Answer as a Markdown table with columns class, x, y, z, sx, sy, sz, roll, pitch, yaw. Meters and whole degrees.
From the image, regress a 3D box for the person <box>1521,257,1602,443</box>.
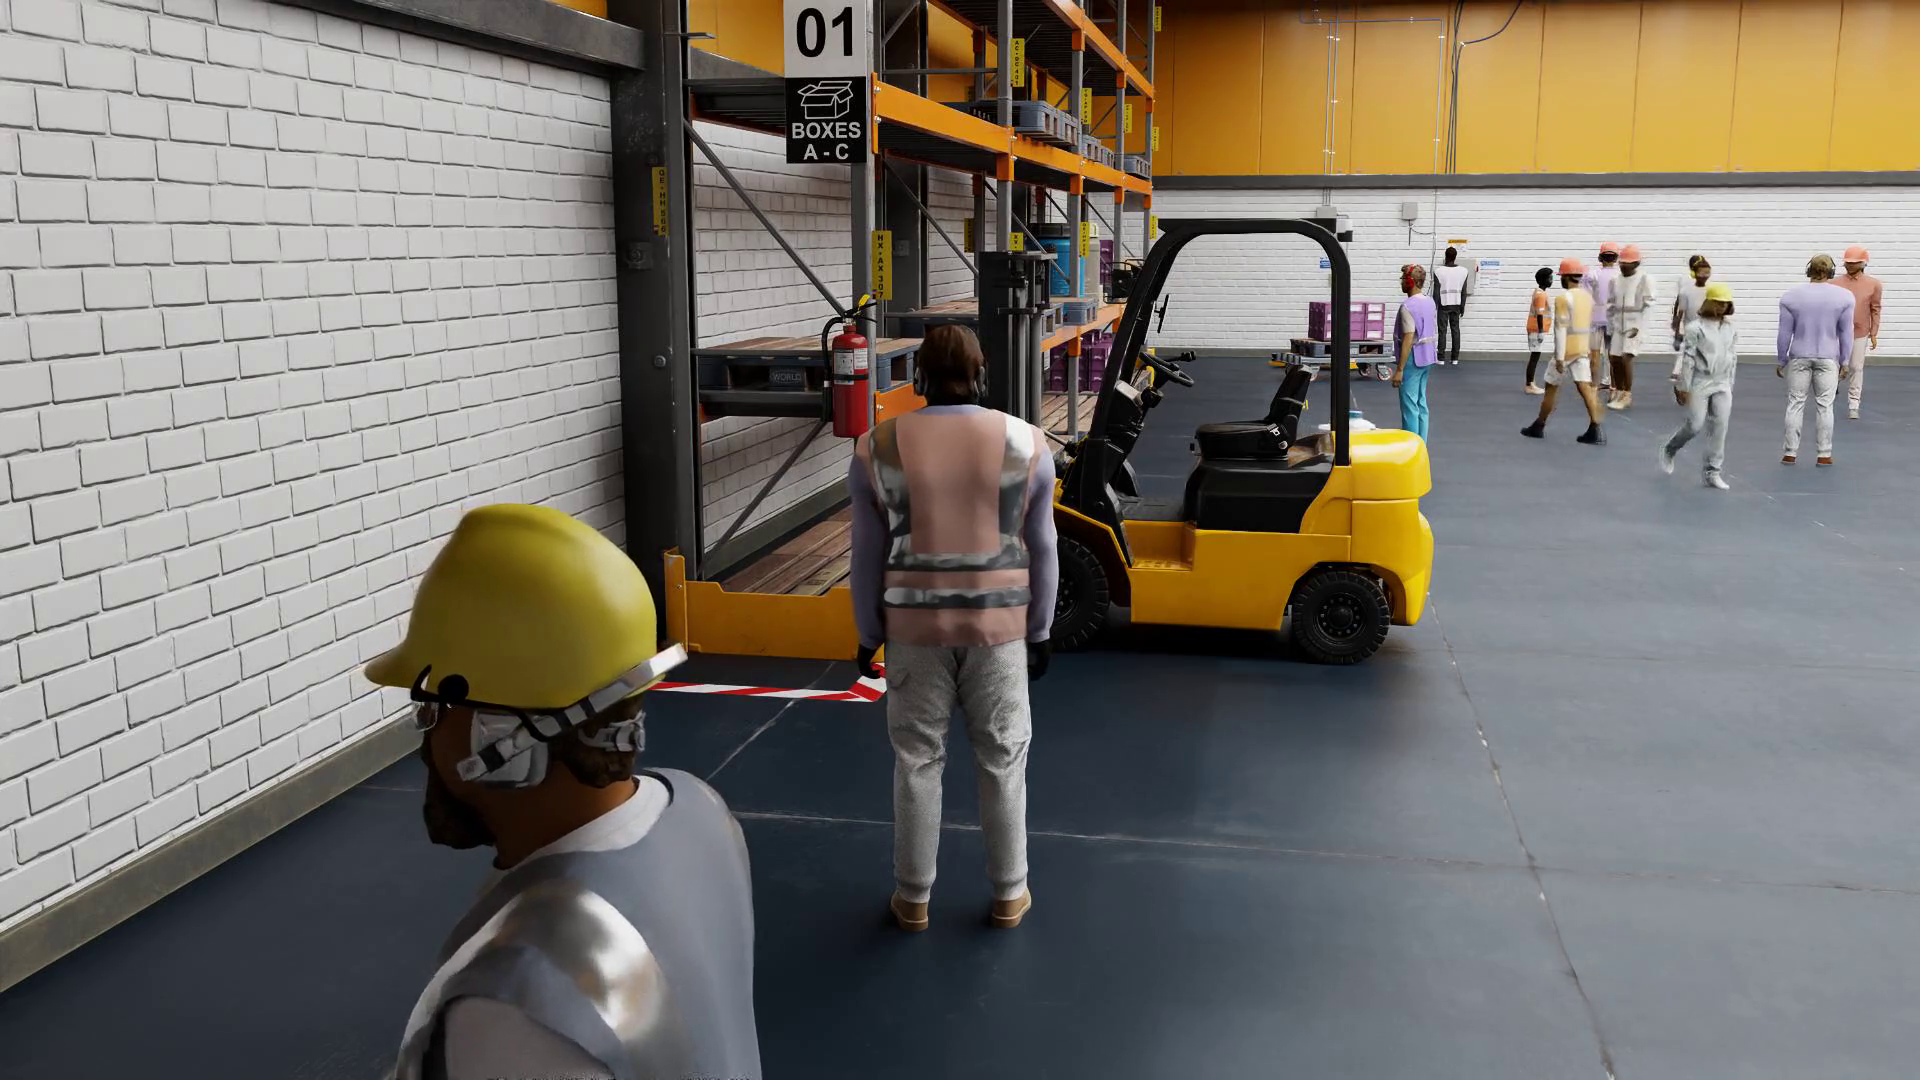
| class | x | y | z | sx | sy | sz | roll | pitch | yaw |
| --- | --- | --- | --- | --- | --- | --- | --- | --- | --- |
| person | 6.260 | -1.942 | 17.046 | 0.558 | 1.886 | 1.019 | -5 | 12 | -26 |

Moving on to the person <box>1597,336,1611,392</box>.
| class | x | y | z | sx | sy | sz | roll | pitch | yaw |
| --- | --- | --- | --- | --- | --- | --- | --- | --- | --- |
| person | 8.847 | -2.823 | 22.537 | 0.271 | 1.632 | 0.508 | -3 | 11 | -16 |

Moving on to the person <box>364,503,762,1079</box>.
| class | x | y | z | sx | sy | sz | roll | pitch | yaw |
| --- | --- | --- | --- | --- | --- | --- | --- | --- | --- |
| person | -0.404 | 0.869 | 1.750 | 0.404 | 1.835 | 0.588 | 1 | 10 | 5 |

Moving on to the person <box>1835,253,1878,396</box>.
| class | x | y | z | sx | sy | sz | roll | pitch | yaw |
| --- | --- | --- | --- | --- | --- | --- | --- | --- | --- |
| person | 11.773 | -2.860 | 21.935 | 0.542 | 1.928 | 0.374 | 7 | 12 | 34 |

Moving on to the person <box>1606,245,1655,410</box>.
| class | x | y | z | sx | sy | sz | roll | pitch | yaw |
| --- | --- | --- | --- | --- | --- | --- | --- | --- | --- |
| person | 8.087 | -2.554 | 20.108 | 0.625 | 1.993 | 0.644 | -7 | 13 | -34 |

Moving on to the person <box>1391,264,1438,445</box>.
| class | x | y | z | sx | sy | sz | roll | pitch | yaw |
| --- | --- | --- | --- | --- | --- | --- | --- | --- | --- |
| person | 4.097 | -1.560 | 15.030 | 0.389 | 1.847 | 0.563 | 8 | 13 | 36 |

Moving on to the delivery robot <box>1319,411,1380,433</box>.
| class | x | y | z | sx | sy | sz | roll | pitch | yaw |
| --- | --- | --- | --- | --- | --- | --- | --- | --- | --- |
| delivery robot | 3.483 | -0.890 | 14.642 | 0.477 | 0.478 | 0.707 | -5 | 11 | -25 |

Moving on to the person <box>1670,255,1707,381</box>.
| class | x | y | z | sx | sy | sz | roll | pitch | yaw |
| --- | --- | --- | --- | --- | --- | --- | --- | --- | --- |
| person | 10.739 | -3.238 | 24.305 | 0.892 | 1.824 | 0.557 | -4 | 11 | -20 |

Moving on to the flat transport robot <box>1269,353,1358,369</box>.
| class | x | y | z | sx | sy | sz | roll | pitch | yaw |
| --- | --- | --- | --- | --- | --- | --- | --- | --- | --- |
| flat transport robot | 5.719 | -2.870 | 26.535 | 1.431 | 0.197 | 0.652 | 9 | 14 | 42 |

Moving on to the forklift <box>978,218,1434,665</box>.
| class | x | y | z | sx | sy | sz | roll | pitch | yaw |
| --- | --- | --- | --- | --- | --- | --- | --- | --- | --- |
| forklift | 1.285 | -0.567 | 8.635 | 2.313 | 2.155 | 1.214 | 2 | 11 | 11 |

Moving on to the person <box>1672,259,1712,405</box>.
| class | x | y | z | sx | sy | sz | roll | pitch | yaw |
| --- | --- | --- | --- | --- | --- | --- | --- | --- | --- |
| person | 8.944 | -2.503 | 20.267 | 0.523 | 1.829 | 0.895 | -1 | 10 | -6 |

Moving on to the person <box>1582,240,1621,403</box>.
| class | x | y | z | sx | sy | sz | roll | pitch | yaw |
| --- | --- | --- | --- | --- | --- | --- | --- | --- | --- |
| person | 8.156 | -2.757 | 21.054 | 0.614 | 2.041 | 0.393 | 1 | 10 | 8 |

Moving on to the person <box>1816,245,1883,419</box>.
| class | x | y | z | sx | sy | sz | roll | pitch | yaw |
| --- | --- | --- | --- | --- | --- | --- | --- | --- | --- |
| person | 10.243 | -2.388 | 19.167 | 0.614 | 1.990 | 0.392 | 6 | 12 | 31 |

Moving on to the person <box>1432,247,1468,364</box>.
| class | x | y | z | sx | sy | sz | roll | pitch | yaw |
| --- | --- | --- | --- | --- | --- | --- | --- | --- | --- |
| person | 8.040 | -3.843 | 27.349 | 0.590 | 1.919 | 0.392 | -2 | 10 | -9 |

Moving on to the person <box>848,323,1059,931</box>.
| class | x | y | z | sx | sy | sz | roll | pitch | yaw |
| --- | --- | --- | --- | --- | --- | --- | --- | --- | --- |
| person | -0.017 | 0.273 | 5.006 | 0.621 | 1.842 | 0.429 | 0 | 10 | -1 |

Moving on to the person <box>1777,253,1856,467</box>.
| class | x | y | z | sx | sy | sz | roll | pitch | yaw |
| --- | --- | --- | --- | --- | --- | --- | --- | --- | --- |
| person | 7.773 | -1.629 | 15.155 | 0.627 | 1.941 | 0.370 | 6 | 12 | 29 |

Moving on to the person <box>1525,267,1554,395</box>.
| class | x | y | z | sx | sy | sz | roll | pitch | yaw |
| --- | --- | --- | --- | --- | --- | --- | --- | --- | --- |
| person | 7.698 | -2.772 | 22.110 | 0.322 | 1.689 | 0.531 | 3 | 11 | 17 |

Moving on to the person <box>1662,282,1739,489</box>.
| class | x | y | z | sx | sy | sz | roll | pitch | yaw |
| --- | --- | --- | --- | --- | --- | --- | --- | --- | --- |
| person | 6.268 | -1.309 | 14.004 | 0.488 | 1.728 | 0.622 | -2 | 11 | -11 |
